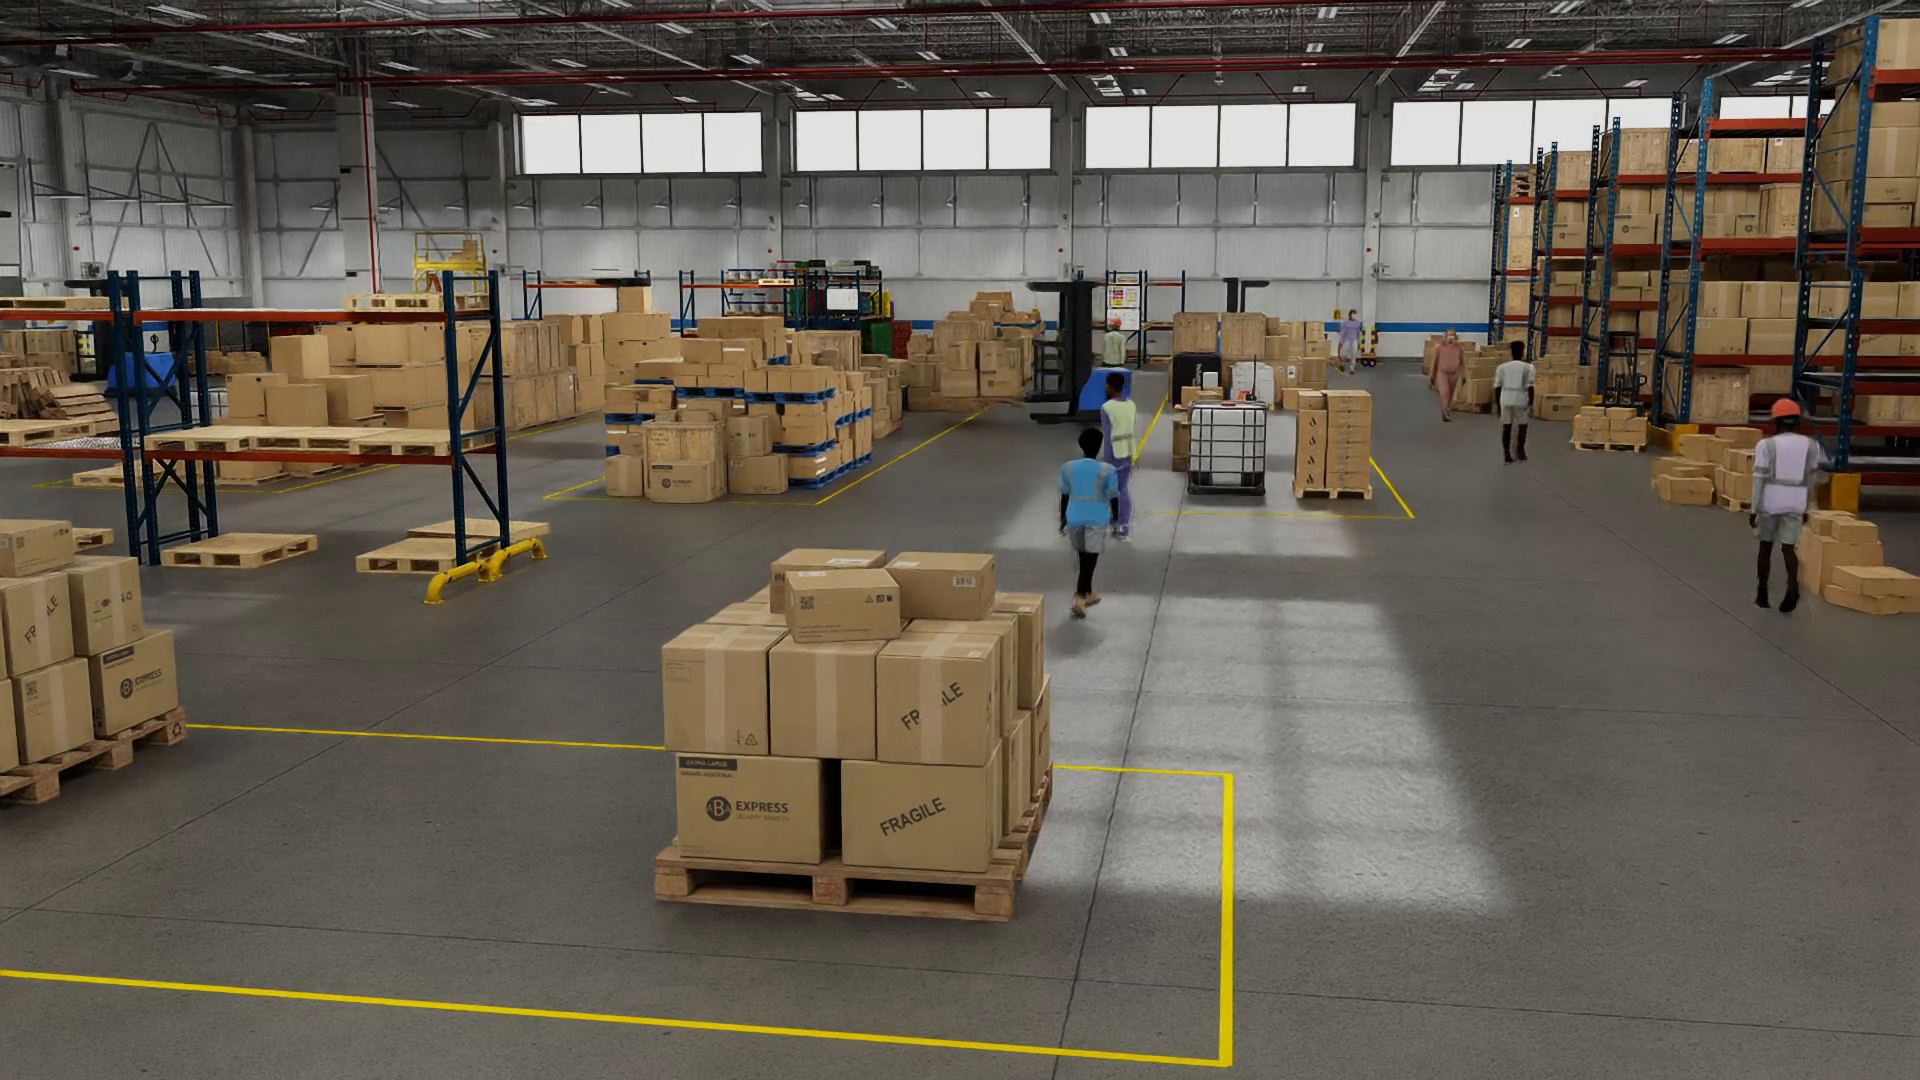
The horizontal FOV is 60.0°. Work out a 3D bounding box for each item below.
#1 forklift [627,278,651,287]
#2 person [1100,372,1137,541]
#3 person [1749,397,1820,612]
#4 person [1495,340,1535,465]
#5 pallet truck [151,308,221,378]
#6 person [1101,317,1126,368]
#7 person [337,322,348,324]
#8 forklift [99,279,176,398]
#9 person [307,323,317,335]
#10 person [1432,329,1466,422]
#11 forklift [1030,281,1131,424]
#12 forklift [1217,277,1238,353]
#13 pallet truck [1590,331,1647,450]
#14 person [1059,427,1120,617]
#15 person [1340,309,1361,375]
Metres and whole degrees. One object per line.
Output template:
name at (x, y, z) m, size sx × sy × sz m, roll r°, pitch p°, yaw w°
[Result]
forklift at (-8.733, -5.757, 45.420) m, size 1.873 × 2.768 × 1.129 m, roll 1°, pitch 9°, yaw 9°
person at (1.743, -0.925, 18.622) m, size 0.585 × 1.904 × 0.455 m, roll -9°, pitch 13°, yaw -44°
person at (7.318, -0.302, 14.764) m, size 0.553 × 1.915 × 0.673 m, roll 2°, pitch 9°, yaw 13°
person at (8.738, -2.157, 26.097) m, size 0.641 × 1.936 × 0.818 m, roll 6°, pitch 11°, yaw 32°
pallet truck at (-21.869, -5.598, 47.154) m, size 0.823 × 1.965 × 1.885 m, roll 4°, pitch 10°, yaw 26°
person at (3.460, -4.065, 37.785) m, size 0.621 × 1.971 × 0.720 m, roll 5°, pitch 10°, yaw 27°
person at (-18.719, -6.175, 50.894) m, size 0.629 × 1.940 × 0.372 m, roll 1°, pitch 9°, yaw 9°
forklift at (-19.638, -4.721, 39.032) m, size 1.873 × 2.768 × 1.129 m, roll 1°, pitch 9°, yaw 9°
person at (-14.021, -3.745, 36.022) m, size 0.637 × 1.907 × 0.931 m, roll -1°, pitch 9°, yaw -5°
person at (9.867, -3.330, 33.586) m, size 0.656 × 1.867 × 0.969 m, roll 0°, pitch 9°, yaw 2°
forklift at (2.396, -3.709, 32.792) m, size 1.873 × 2.768 × 1.129 m, roll -1°, pitch 9°, yaw -5°
forklift at (7.882, -6.233, 48.353) m, size 1.873 × 2.768 × 1.129 m, roll 1°, pitch 9°, yaw 9°
pallet truck at (11.253, -2.573, 28.499) m, size 0.823 × 1.965 × 1.885 m, roll 5°, pitch 10°, yaw 27°
person at (1.119, -0.163, 14.685) m, size 0.542 × 1.663 × 0.847 m, roll 5°, pitch 10°, yaw 27°
person at (11.335, -5.753, 48.331) m, size 0.638 × 1.923 × 0.548 m, roll -1°, pitch 9°, yaw -6°
